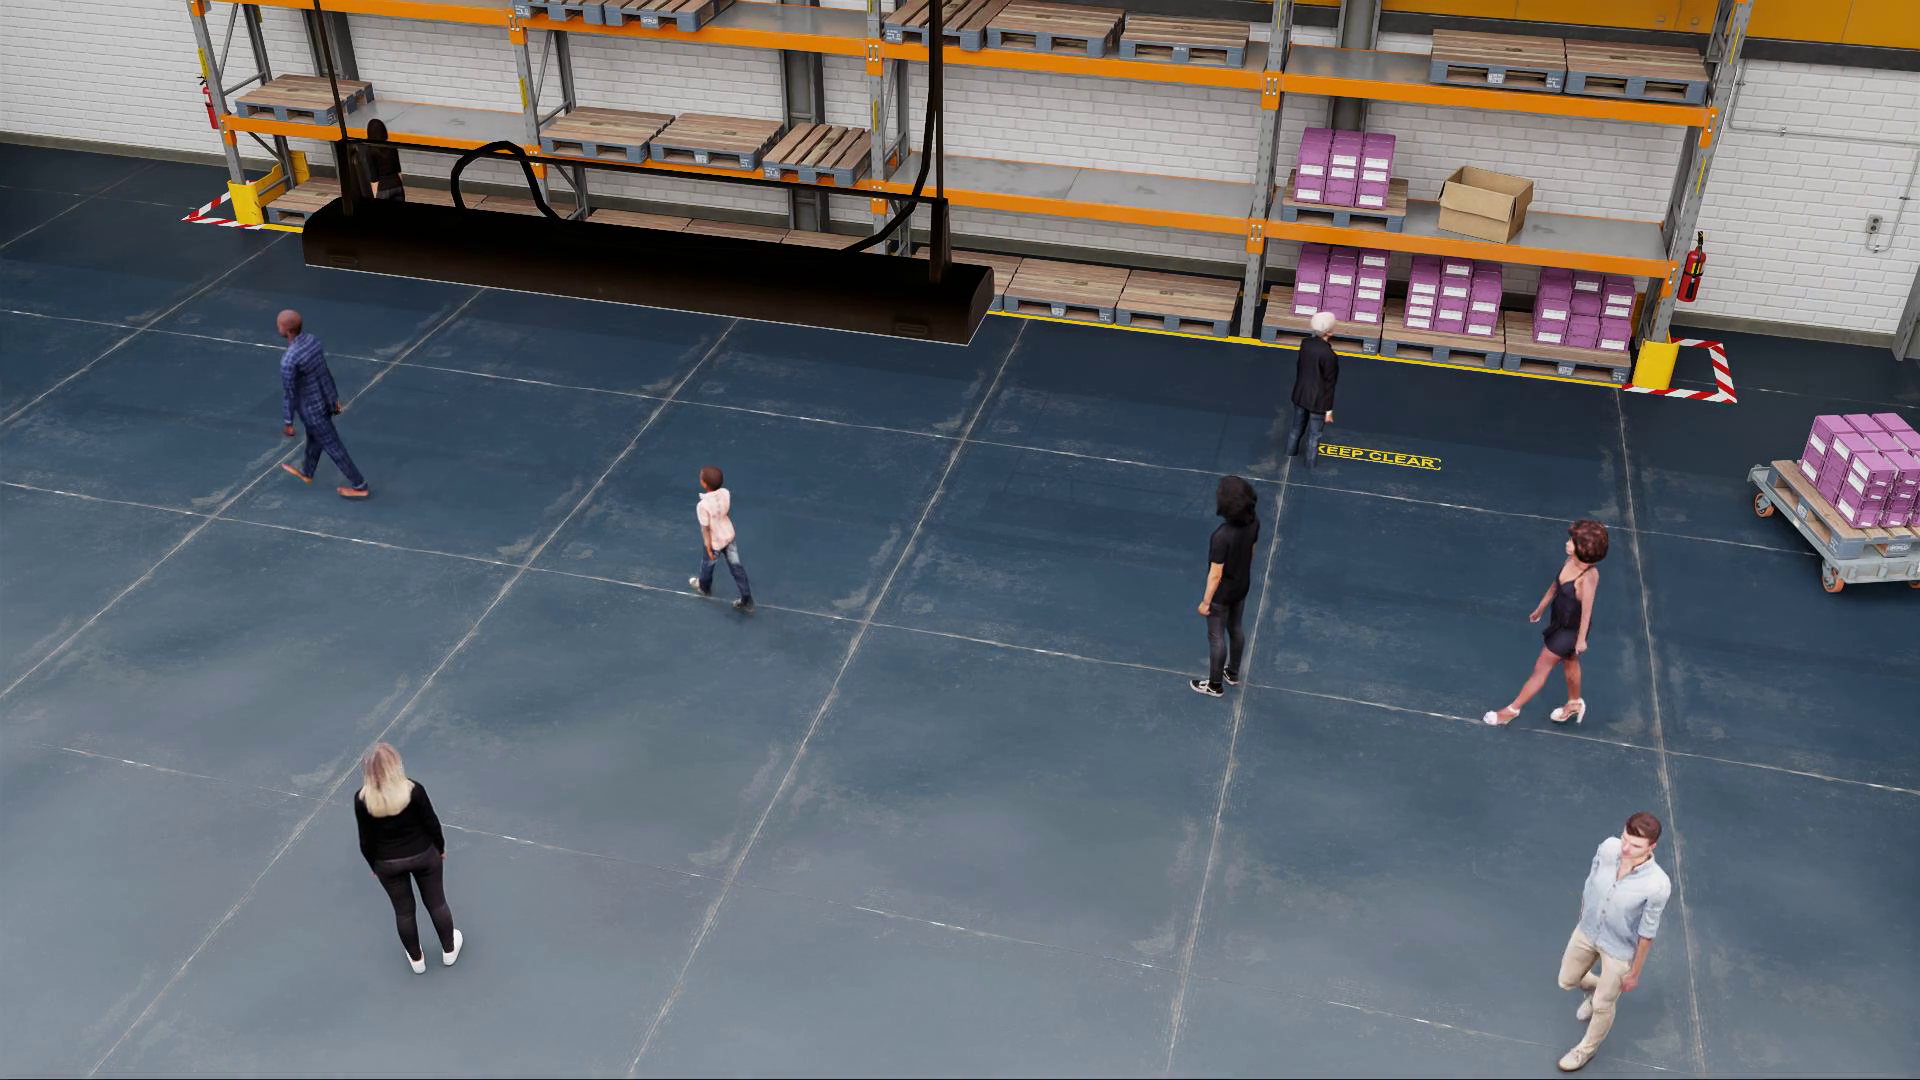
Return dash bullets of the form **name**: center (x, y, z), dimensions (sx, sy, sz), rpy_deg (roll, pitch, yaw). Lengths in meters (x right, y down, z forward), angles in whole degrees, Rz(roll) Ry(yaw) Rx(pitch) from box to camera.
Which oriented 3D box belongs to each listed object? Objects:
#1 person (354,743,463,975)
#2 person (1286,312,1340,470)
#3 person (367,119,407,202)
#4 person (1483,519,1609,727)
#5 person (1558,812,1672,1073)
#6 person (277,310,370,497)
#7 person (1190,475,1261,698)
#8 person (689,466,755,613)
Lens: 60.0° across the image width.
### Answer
- **person**: center (-3.287, 1.894, 9.868), dimensions (0.642, 1.686, 0.755), rpy_deg (-9, 35, -13)
- **person**: center (3.192, -1.238, 15.070), dimensions (0.787, 1.782, 0.829), rpy_deg (-15, 36, -21)
- **person**: center (-6.396, -3.921, 18.657), dimensions (0.613, 1.642, 0.633), rpy_deg (22, 40, 30)
- **person**: center (4.370, 0.623, 11.714), dimensions (1.040, 1.760, 0.714), rpy_deg (1, 34, 2)
- **person**: center (3.694, 2.203, 9.269), dimensions (0.932, 1.834, 0.874), rpy_deg (-19, 38, -27)
- **person**: center (-5.471, -1.141, 14.353), dimensions (1.110, 1.776, 0.742), rpy_deg (6, 34, 8)
- **person**: center (1.952, 0.336, 12.081), dimensions (0.707, 1.831, 0.713), rpy_deg (-27, 42, -34)
- **person**: center (-1.844, 0.014, 13.065), dimensions (0.970, 1.278, 0.774), rpy_deg (27, 42, 35)
